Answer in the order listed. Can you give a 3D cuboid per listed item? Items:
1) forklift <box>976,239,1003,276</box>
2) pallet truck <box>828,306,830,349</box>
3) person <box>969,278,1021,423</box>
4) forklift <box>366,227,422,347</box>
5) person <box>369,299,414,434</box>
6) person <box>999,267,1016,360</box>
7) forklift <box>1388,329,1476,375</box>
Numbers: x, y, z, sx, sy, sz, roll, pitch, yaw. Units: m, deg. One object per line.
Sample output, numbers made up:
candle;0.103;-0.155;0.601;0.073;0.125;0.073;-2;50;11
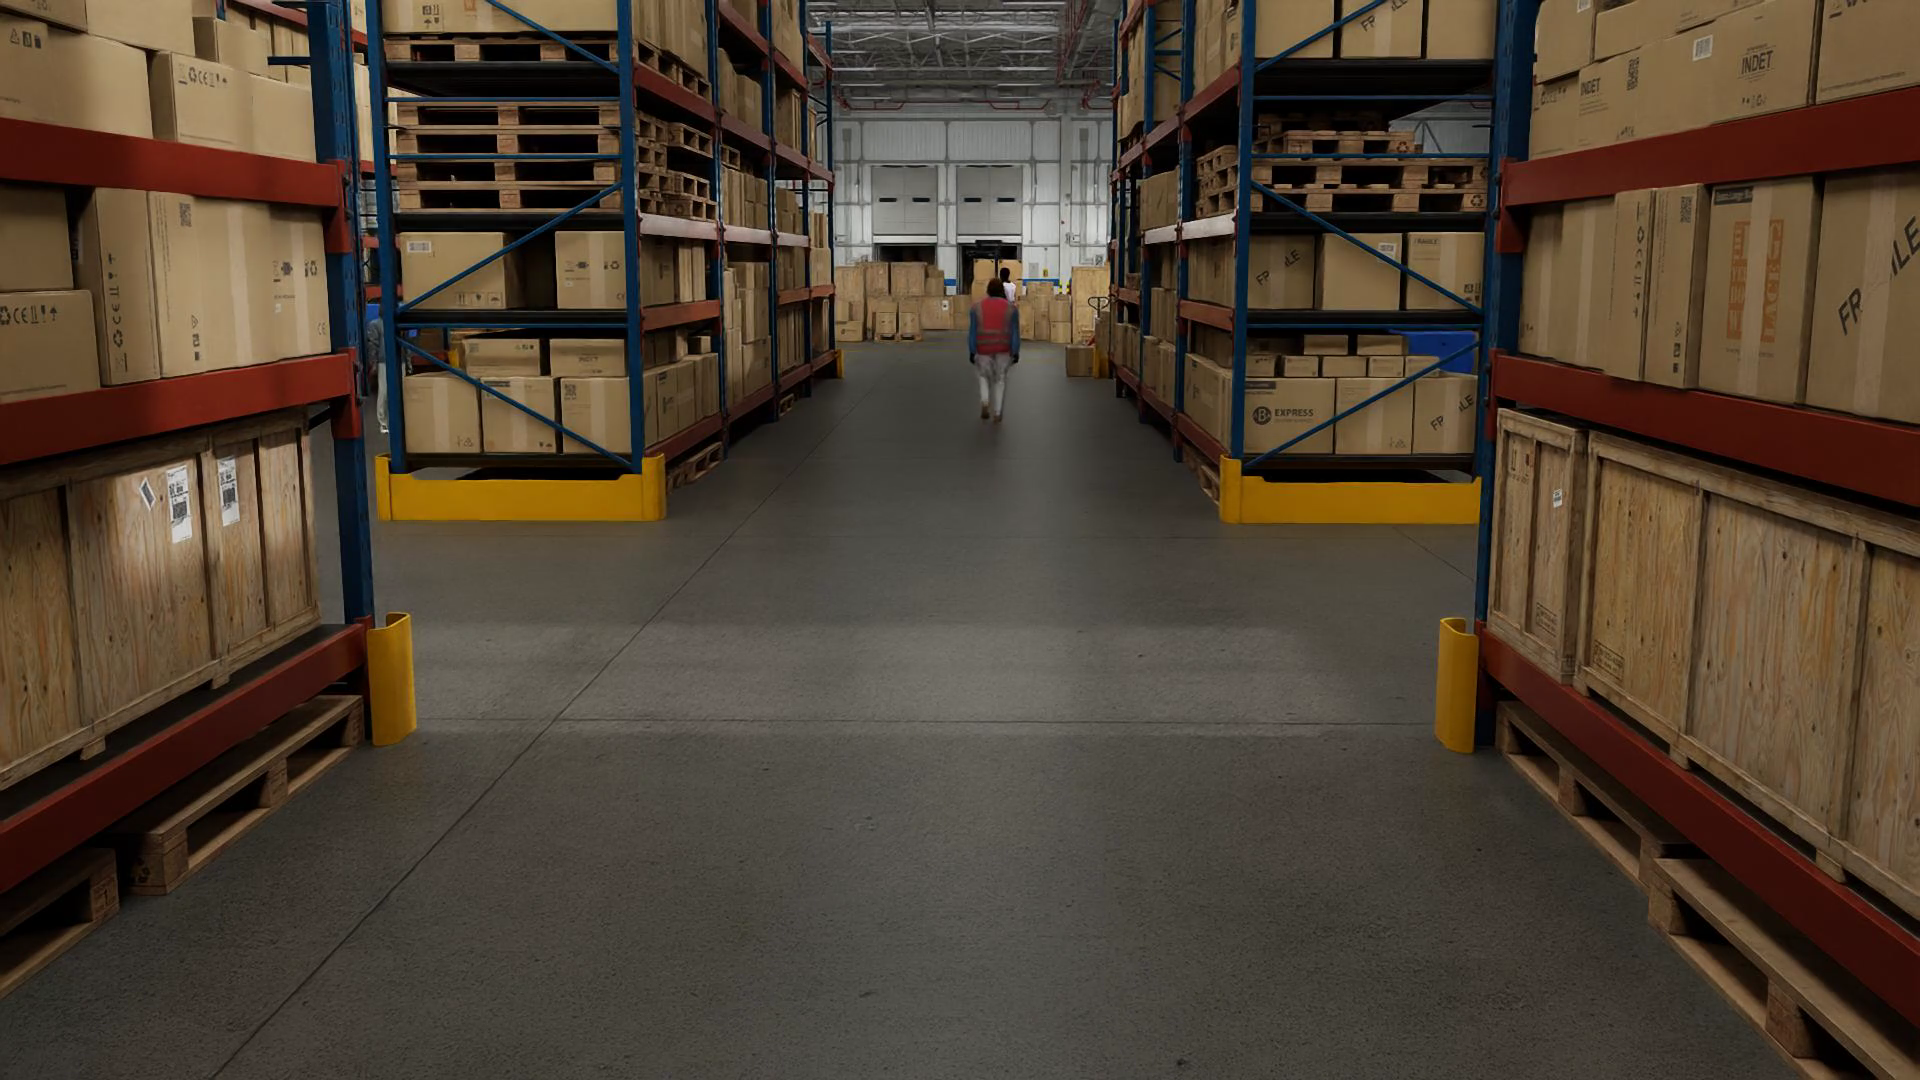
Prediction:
forklift;1.042;-9.229;58.844;1.129;2.768;1.873;4;10;20
pallet truck;-3.100;-3.940;29.800;1.885;1.965;0.823;3;10;19
person;0.451;-2.413;21.193;0.654;1.816;0.727;1;10;4
forklift;-13.126;-5.814;38.385;1.129;2.768;1.873;0;9;1
person;-6.754;-2.084;19.771;0.509;1.632;0.266;-9;13;-43
person;0.957;-4.664;34.371;0.391;1.920;0.587;5;11;28
forklift;6.501;-3.299;23.326;1.129;2.768;1.873;0;9;1
